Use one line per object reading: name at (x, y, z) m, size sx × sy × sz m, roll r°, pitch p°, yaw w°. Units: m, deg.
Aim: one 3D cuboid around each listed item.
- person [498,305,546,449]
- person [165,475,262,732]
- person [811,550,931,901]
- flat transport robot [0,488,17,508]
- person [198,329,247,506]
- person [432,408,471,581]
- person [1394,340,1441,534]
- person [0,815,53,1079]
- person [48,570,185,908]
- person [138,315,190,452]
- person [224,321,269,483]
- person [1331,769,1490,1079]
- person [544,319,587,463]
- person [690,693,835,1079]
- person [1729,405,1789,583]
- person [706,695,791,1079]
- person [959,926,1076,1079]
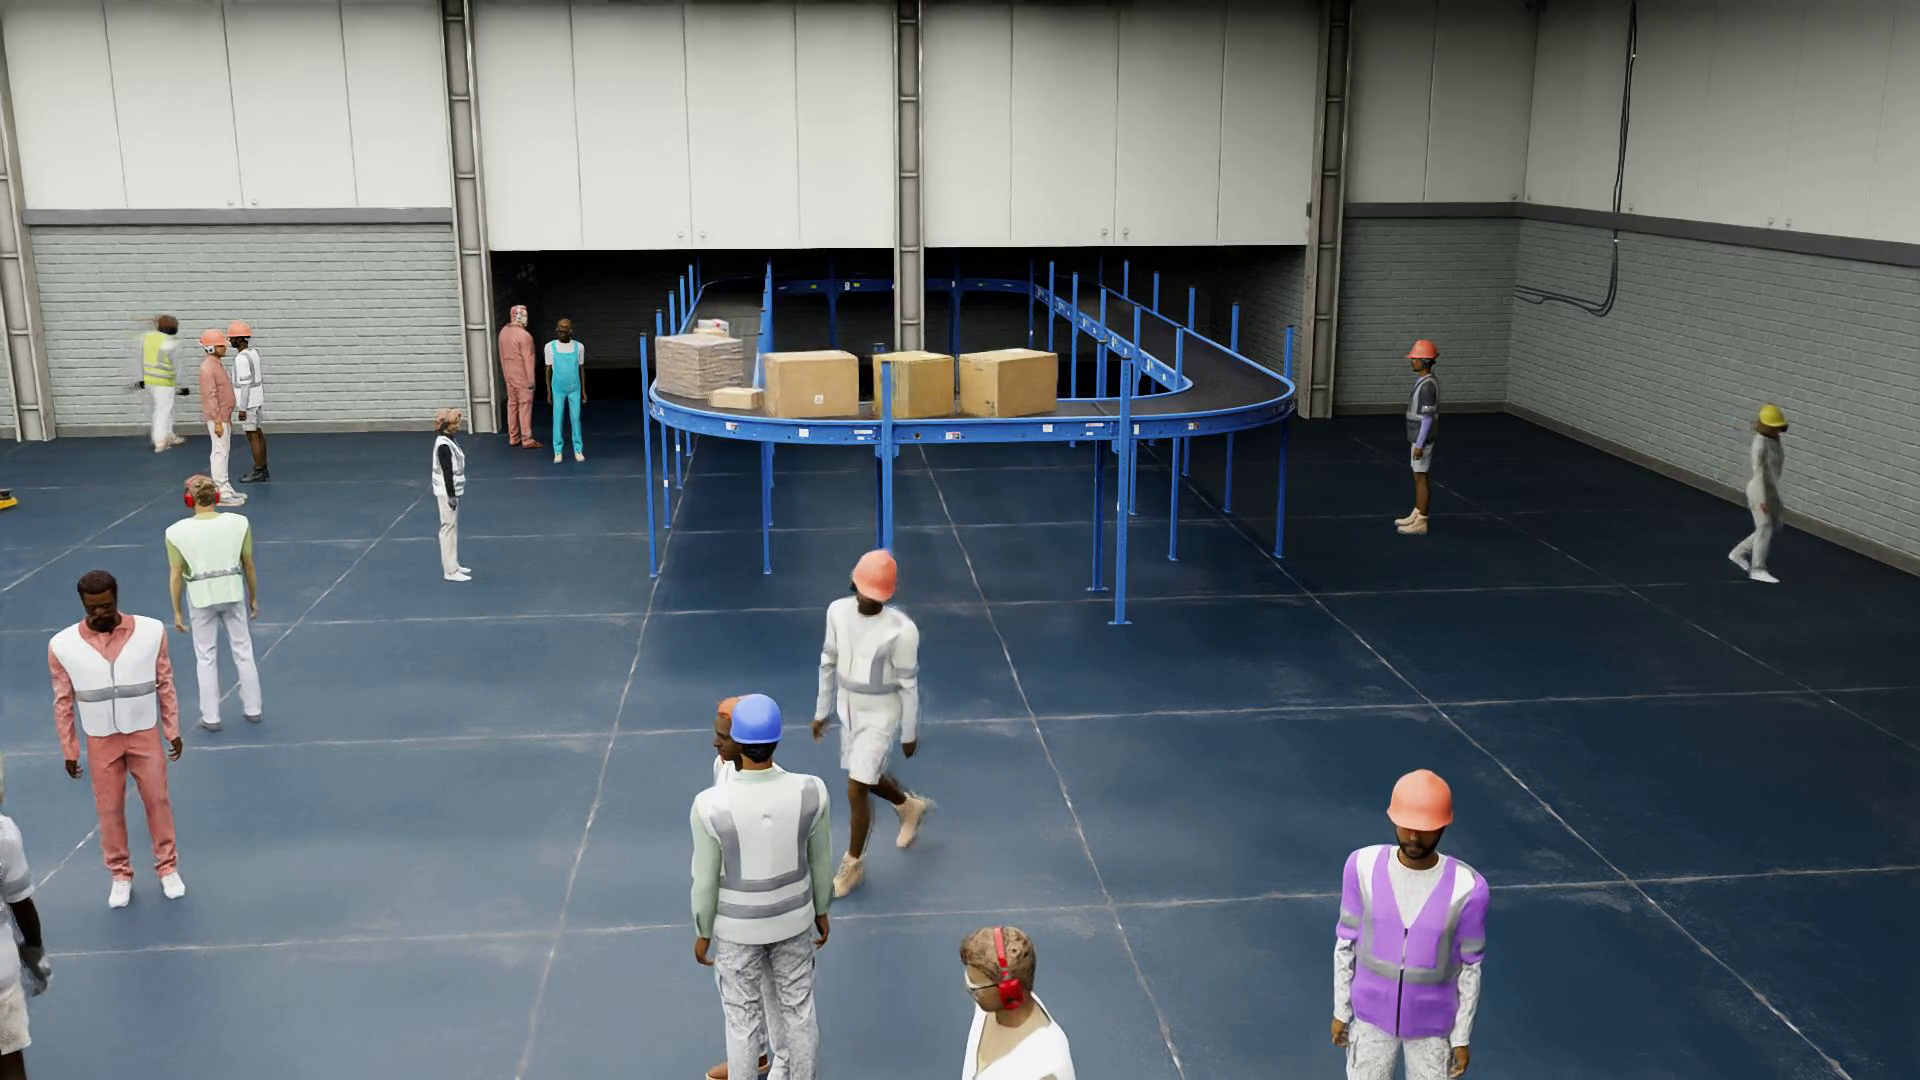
person at (-5.820, -2.162, 22.084) m, size 0.643 × 1.905 × 0.399 m, roll 13°, pitch 19°, yaw 42°
person at (-5.260, 0.453, 11.764) m, size 0.570 × 1.836 × 0.387 m, roll -10°, pitch 17°, yaw -35°
person at (-0.456, 0.972, 9.369) m, size 0.648 × 1.996 × 0.876 m, roll 12°, pitch 18°, yaw 39°
flat transport robot at (-11.397, -0.463, 18.599) m, size 1.431 × 0.197 × 0.652 m, roll 4°, pitch 15°, yaw 15°
person at (-8.354, -1.384, 18.785) m, size 0.376 × 1.995 × 0.608 m, roll -4°, pitch 15°, yaw -15°
person at (-4.816, -0.430, 15.708) m, size 0.314 × 1.634 × 0.527 m, roll -4°, pitch 15°, yaw -16°
person at (4.818, -1.078, 17.462) m, size 0.370 × 2.044 × 0.608 m, roll 3°, pitch 14°, yaw 11°
person at (-3.938, 1.714, 6.501) m, size 0.686 × 1.944 × 0.432 m, roll -11°, pitch 18°, yaw -37°
person at (-4.615, 1.072, 9.143) m, size 0.604 × 1.906 × 0.405 m, roll -8°, pitch 16°, yaw -28°
person at (-10.473, -2.076, 21.988) m, size 0.704 × 1.795 × 0.638 m, roll 8°, pitch 16°, yaw 29°
person at (-8.570, -1.656, 19.989) m, size 0.362 × 1.938 × 0.545 m, roll -2°, pitch 14°, yaw -9°
person at (1.666, 1.776, 6.248) m, size 0.545 × 1.943 × 0.347 m, roll 6°, pitch 15°, yaw 22°
person at (-5.007, -1.900, 21.169) m, size 0.505 × 1.839 × 0.344 m, roll -5°, pitch 15°, yaw -19°
person at (-0.829, 1.585, 6.999) m, size 0.615 × 1.946 × 0.391 m, roll -6°, pitch 15°, yaw -22°
person at (7.522, -0.439, 15.593) m, size 0.448 × 1.705 × 0.530 m, roll 12°, pitch 19°, yaw 40°
person at (-0.896, 1.564, 7.216) m, size 0.337 × 1.882 × 0.585 m, roll -11°, pitch 18°, yaw -38°
person at (0.190, 2.069, 5.291) m, size 0.396 × 1.837 × 0.564 m, roll -5°, pitch 15°, yaw -19°
